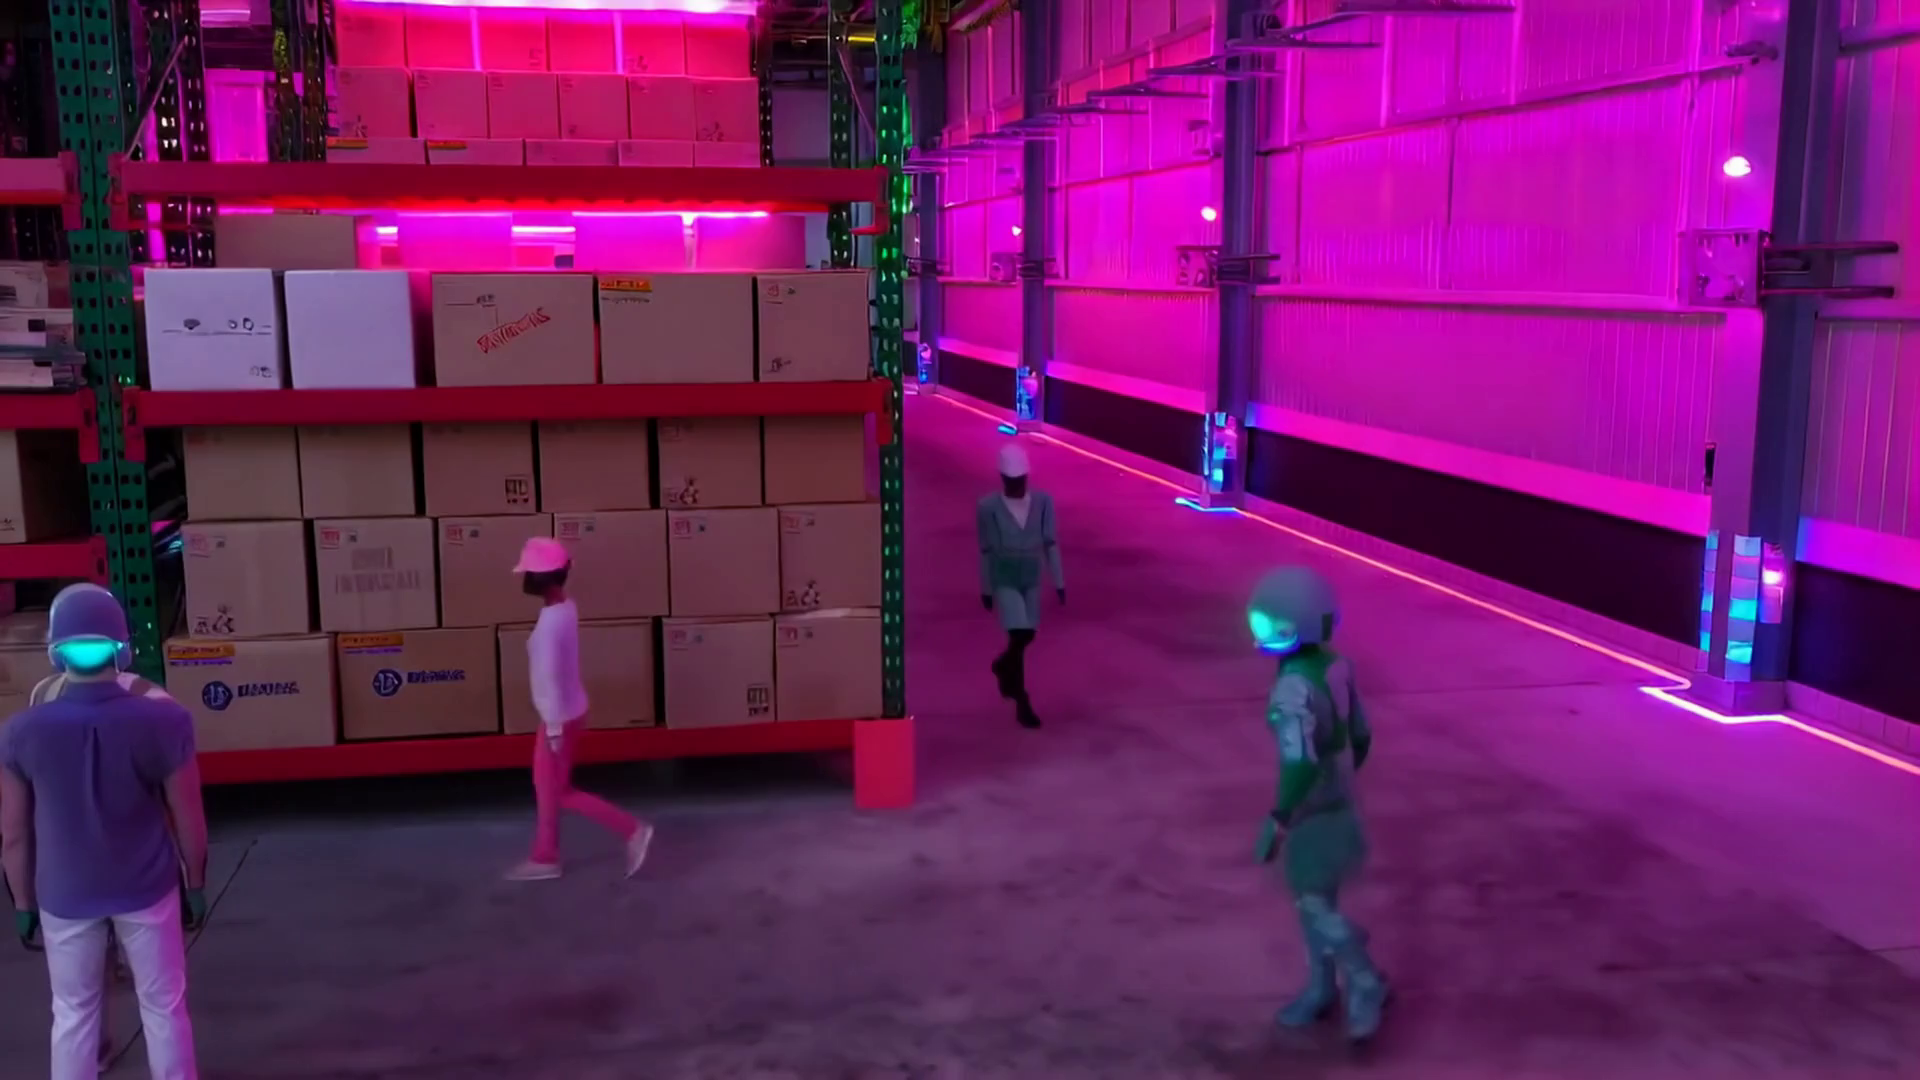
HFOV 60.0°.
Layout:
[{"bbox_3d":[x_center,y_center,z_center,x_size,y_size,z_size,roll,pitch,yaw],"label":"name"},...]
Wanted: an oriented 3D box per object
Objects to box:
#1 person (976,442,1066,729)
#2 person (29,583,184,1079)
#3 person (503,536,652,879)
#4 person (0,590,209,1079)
[{"bbox_3d":[0.361,0.254,11.268,0.562,1.897,0.940,-3,10,-18],"label":"person"},{"bbox_3d":[-3.017,1.107,5.878,0.613,1.949,0.380,2,10,15],"label":"person"},{"bbox_3d":[-1.906,0.839,8.140,0.673,1.748,0.534,-1,9,-9],"label":"person"},{"bbox_3d":[-2.823,1.150,5.531,0.610,1.985,0.415,-3,10,-20],"label":"person"}]
